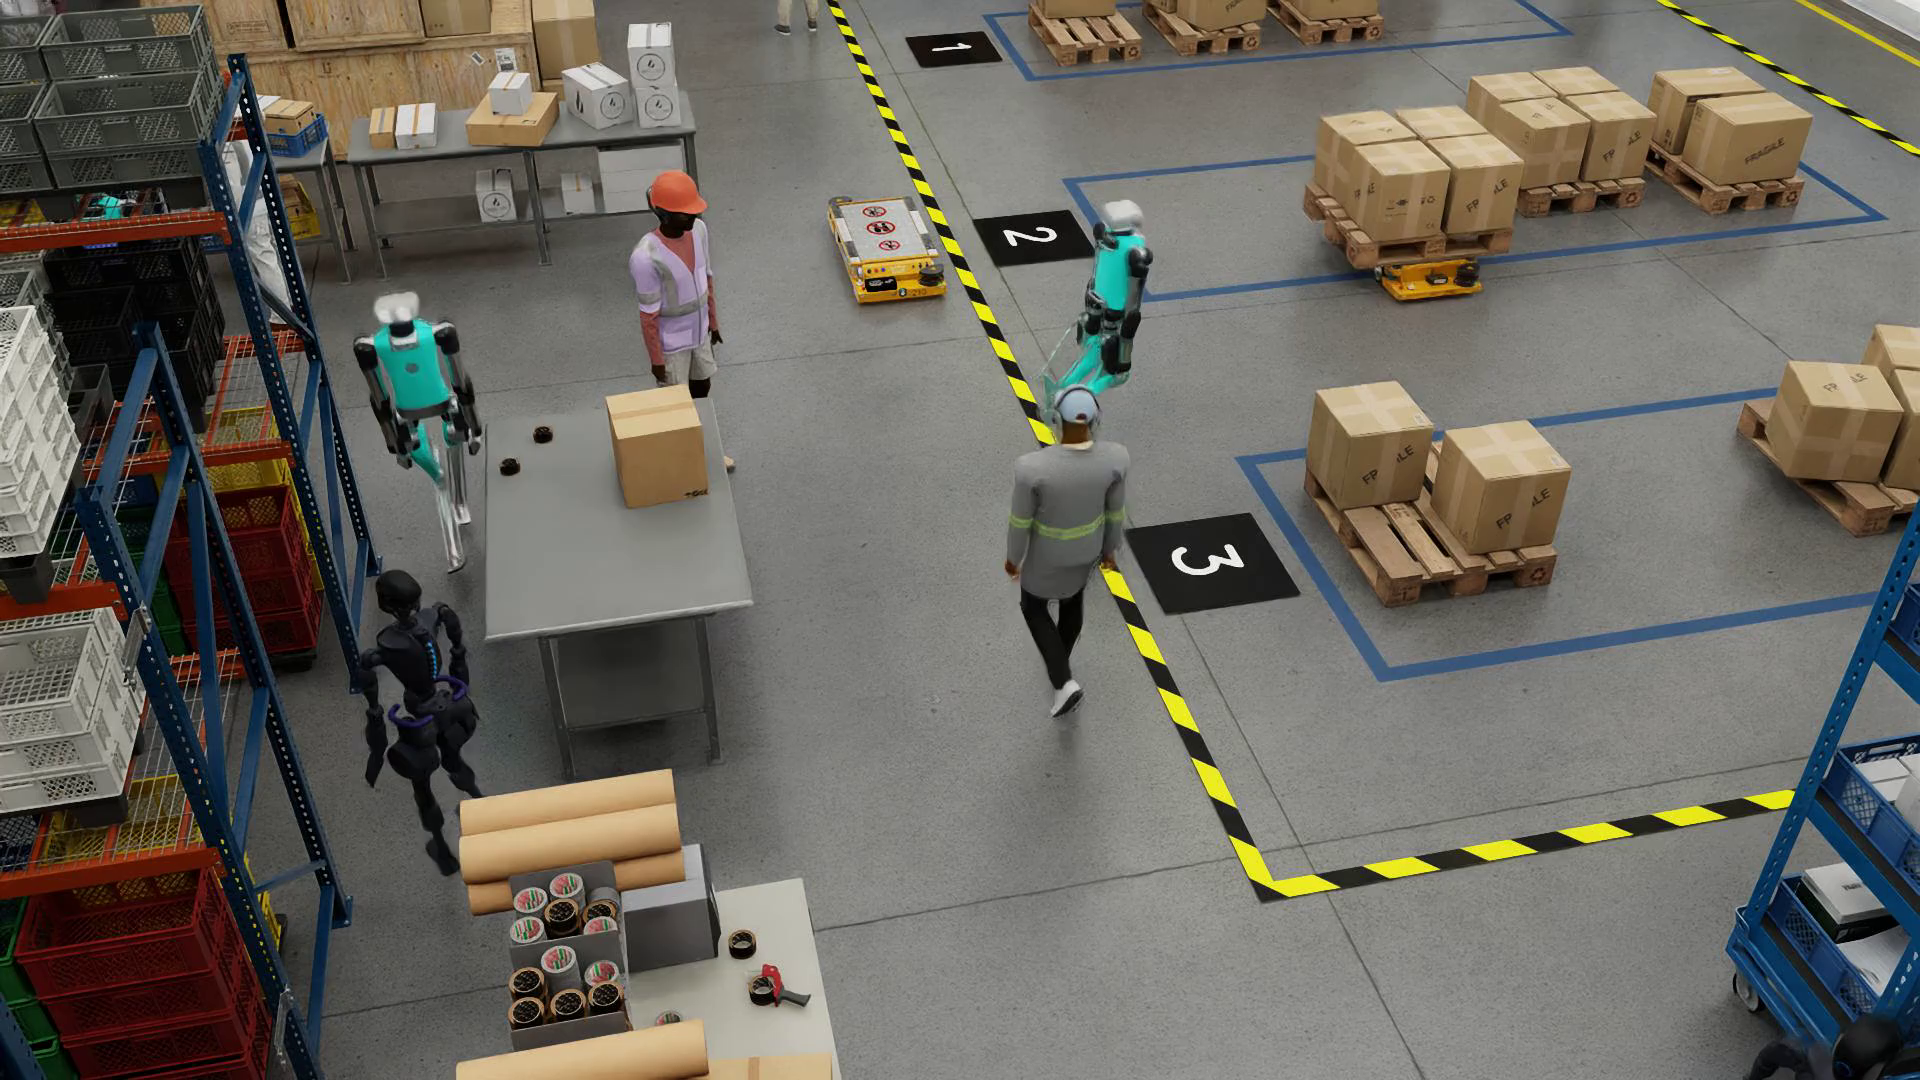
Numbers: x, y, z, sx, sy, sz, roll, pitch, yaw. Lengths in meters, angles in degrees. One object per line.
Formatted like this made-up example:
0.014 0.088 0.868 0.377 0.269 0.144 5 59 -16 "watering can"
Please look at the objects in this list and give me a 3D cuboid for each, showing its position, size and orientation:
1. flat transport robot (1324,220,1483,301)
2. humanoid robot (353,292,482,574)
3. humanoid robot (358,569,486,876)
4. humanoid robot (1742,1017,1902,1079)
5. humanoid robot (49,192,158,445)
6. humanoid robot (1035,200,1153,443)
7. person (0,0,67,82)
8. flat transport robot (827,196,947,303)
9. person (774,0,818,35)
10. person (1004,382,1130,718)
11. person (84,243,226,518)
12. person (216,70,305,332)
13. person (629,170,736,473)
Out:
3.322 -2.246 12.549 0.652 0.197 1.431 -8 37 -10 "flat transport robot"
-2.947 -0.666 9.228 0.559 1.733 1.042 -11 38 -14 "humanoid robot"
-2.363 0.801 7.300 0.373 1.646 0.595 20 41 25 "humanoid robot"
2.807 2.107 5.529 0.378 1.649 0.593 -27 44 -31 "humanoid robot"
-5.082 -1.314 10.005 0.532 1.693 0.732 -5 37 -6 "humanoid robot"
0.701 -1.091 9.817 0.787 1.787 0.568 -15 39 -19 "humanoid robot"
-7.862 -4.288 14.050 0.613 1.780 0.999 -11 38 -14 "person"
-0.570 -2.220 12.538 0.659 0.231 1.431 -8 37 -10 "flat transport robot"
-1.631 -5.782 16.065 0.563 1.770 0.396 -13 39 -17 "person"
0.530 0.051 8.166 0.598 1.836 0.647 -12 38 -16 "person"
-4.442 -0.783 9.199 0.398 1.948 0.604 -11 38 -14 "person"
-4.787 -2.270 11.252 0.355 1.883 0.573 5 37 7 "person"
-1.595 -1.196 9.690 0.404 2.036 0.610 20 41 25 "person"
